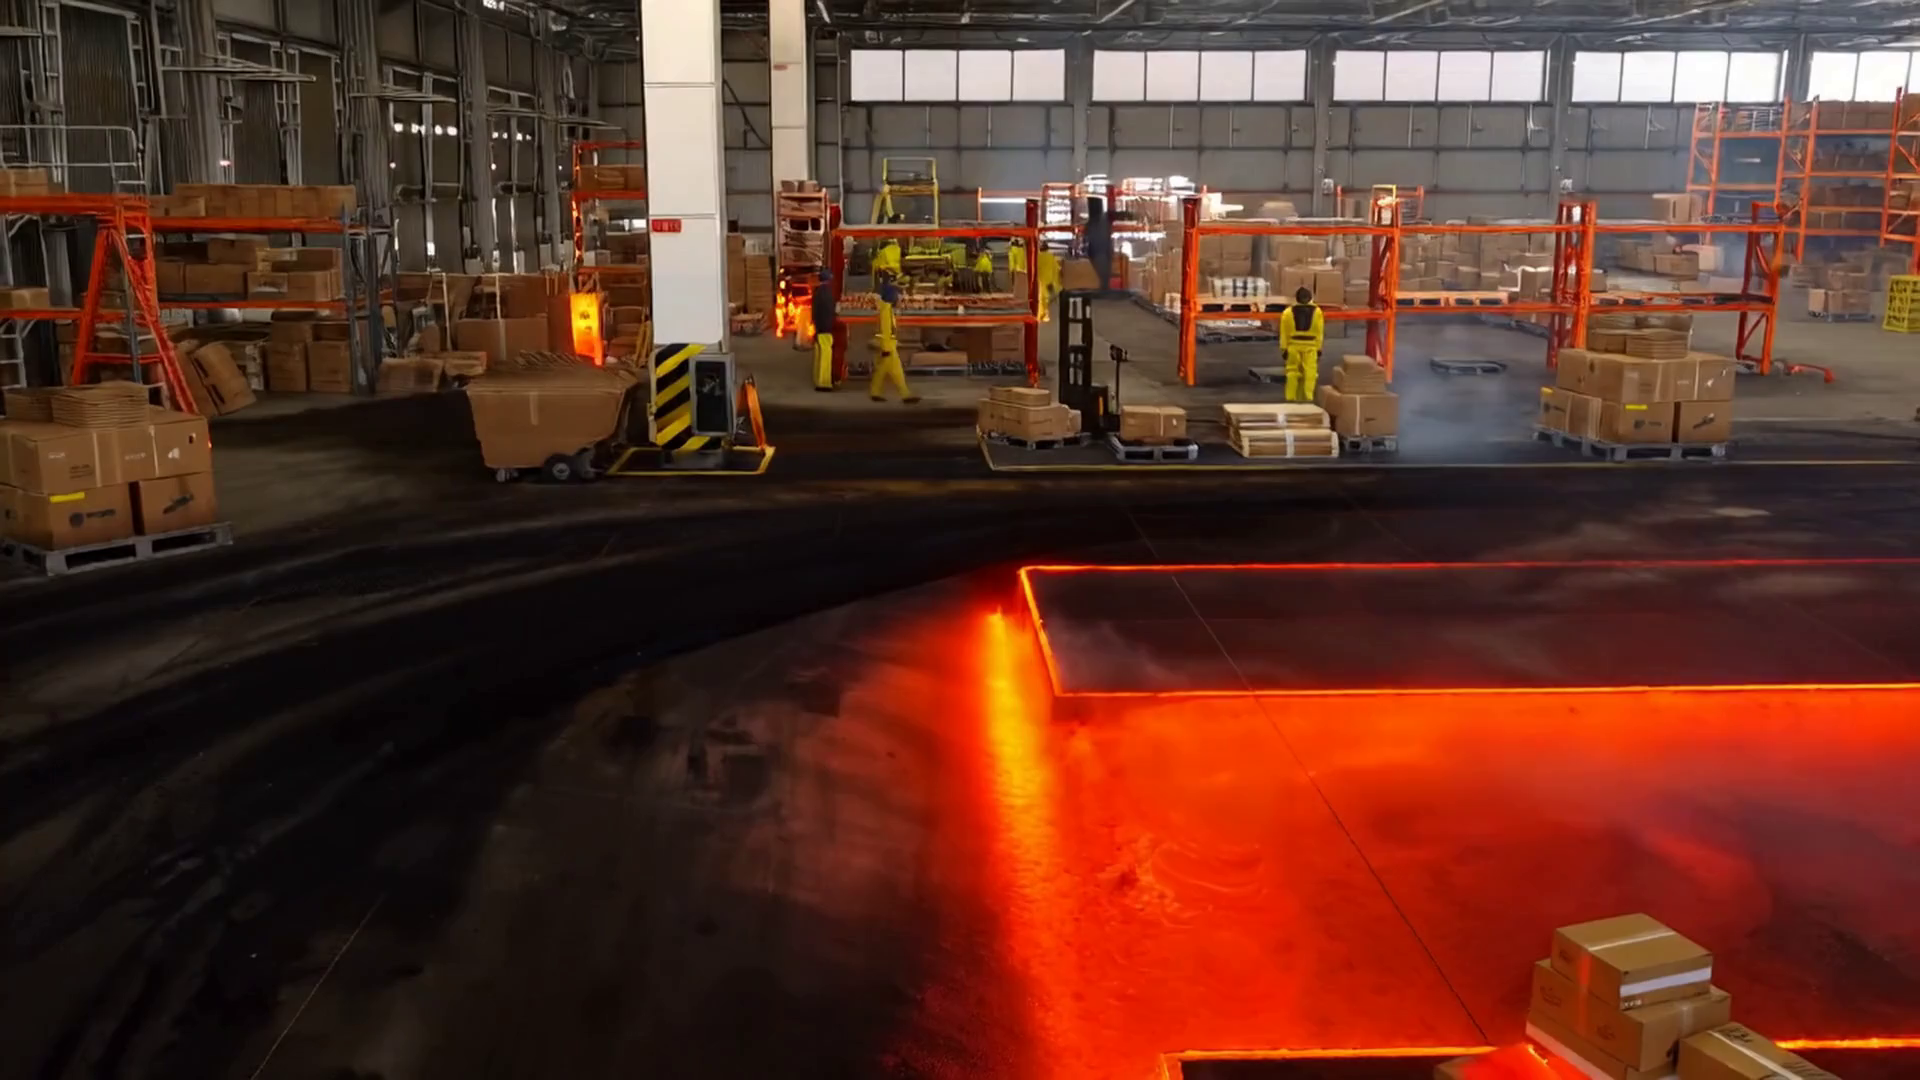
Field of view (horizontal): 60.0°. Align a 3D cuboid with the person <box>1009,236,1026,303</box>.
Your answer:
[{"bbox_3d":[1.572,-6.961,43.355,0.630,1.922,0.658,-2,13,-8],"label":"person"}]

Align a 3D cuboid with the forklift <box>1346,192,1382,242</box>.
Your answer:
[{"bbox_3d":[14.678,-11.153,60.076,1.129,2.768,1.873,0,12,-2],"label":"forklift"}]

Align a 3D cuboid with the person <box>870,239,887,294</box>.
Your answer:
[{"bbox_3d":[-2.369,-7.914,48.278,0.514,1.641,0.307,1,13,6],"label":"person"}]

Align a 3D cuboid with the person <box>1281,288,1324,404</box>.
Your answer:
[{"bbox_3d":[5.141,-2.867,25.024,0.628,1.846,0.429,1,13,4],"label":"person"}]

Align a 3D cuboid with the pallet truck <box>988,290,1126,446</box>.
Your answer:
[{"bbox_3d":[1.257,-2.299,22.111,1.885,1.965,0.823,-9,15,-35],"label":"pallet truck"}]

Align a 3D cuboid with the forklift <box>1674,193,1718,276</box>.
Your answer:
[{"bbox_3d":[24.940,-10.475,57.018,1.129,2.768,1.873,-6,14,-26],"label":"forklift"}]

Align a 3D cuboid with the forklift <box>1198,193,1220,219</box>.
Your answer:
[{"bbox_3d":[8.430,-10.397,56.665,1.873,2.768,1.129,10,16,38],"label":"forklift"}]

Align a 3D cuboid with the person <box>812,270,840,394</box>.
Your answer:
[{"bbox_3d":[-2.201,-3.381,27.002,0.393,1.995,0.612,-6,14,-24],"label":"person"}]

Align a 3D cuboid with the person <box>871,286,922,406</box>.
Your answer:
[{"bbox_3d":[-1.019,-3.002,25.675,0.747,1.827,0.625,-1,13,-7],"label":"person"}]

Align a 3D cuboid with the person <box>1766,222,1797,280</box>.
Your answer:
[{"bbox_3d":[27.322,-9.566,55.079,1.071,1.940,0.625,0,12,0],"label":"person"}]

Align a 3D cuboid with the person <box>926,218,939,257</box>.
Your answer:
[{"bbox_3d":[-0.942,-10.877,61.085,0.979,1.904,0.547,3,13,12],"label":"person"}]

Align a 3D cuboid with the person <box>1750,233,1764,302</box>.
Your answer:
[{"bbox_3d":[21.727,-7.399,45.378,0.419,1.908,0.602,9,15,35],"label":"person"}]

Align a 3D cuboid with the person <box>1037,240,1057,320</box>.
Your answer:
[{"bbox_3d":[2.040,-6.278,40.246,0.650,1.916,0.486,2,13,9],"label":"person"}]

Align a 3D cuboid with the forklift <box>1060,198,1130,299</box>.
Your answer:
[{"bbox_3d":[3.798,-8.210,46.791,1.873,2.768,1.129,0,12,-2],"label":"forklift"}]

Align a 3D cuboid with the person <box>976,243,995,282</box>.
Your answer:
[{"bbox_3d":[0.569,-6.612,42.081,0.506,1.802,1.006,-11,17,-41],"label":"person"}]

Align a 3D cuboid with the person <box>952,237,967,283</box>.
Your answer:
[{"bbox_3d":[-0.005,-7.677,46.970,0.492,1.742,0.324,-6,14,-26],"label":"person"}]
